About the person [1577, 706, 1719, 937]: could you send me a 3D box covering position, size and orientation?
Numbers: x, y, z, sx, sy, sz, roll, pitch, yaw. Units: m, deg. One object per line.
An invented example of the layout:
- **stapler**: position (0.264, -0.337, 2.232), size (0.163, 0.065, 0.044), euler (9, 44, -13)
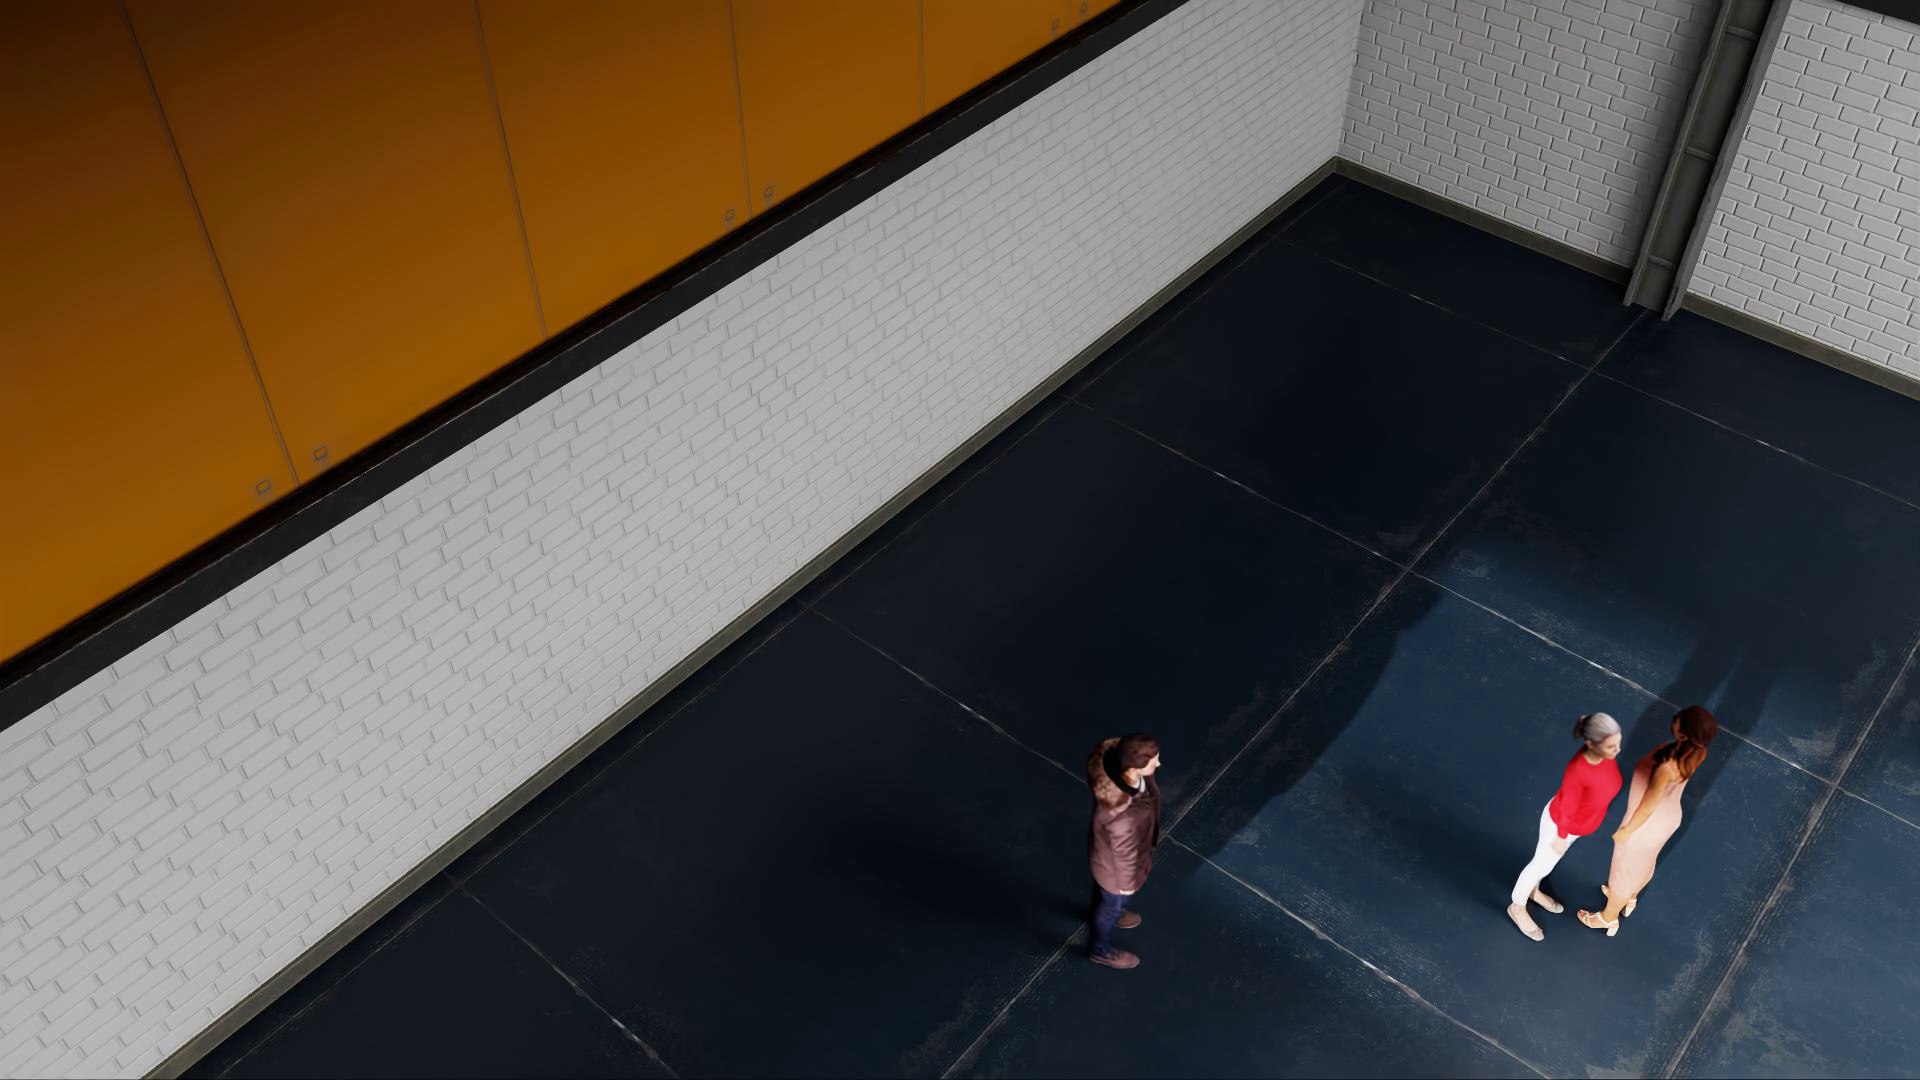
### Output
- **person**: position (3.776, 1.536, 9.077), size (0.624, 1.831, 0.576), euler (-29, 51, -27)

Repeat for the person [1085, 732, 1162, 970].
- **person**: position (0.848, 1.648, 8.951), size (0.884, 1.842, 0.863), euler (4, 44, 4)

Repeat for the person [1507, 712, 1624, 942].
- **person**: position (3.342, 1.546, 9.166), size (0.558, 1.693, 0.556), euler (-34, 53, -31)
